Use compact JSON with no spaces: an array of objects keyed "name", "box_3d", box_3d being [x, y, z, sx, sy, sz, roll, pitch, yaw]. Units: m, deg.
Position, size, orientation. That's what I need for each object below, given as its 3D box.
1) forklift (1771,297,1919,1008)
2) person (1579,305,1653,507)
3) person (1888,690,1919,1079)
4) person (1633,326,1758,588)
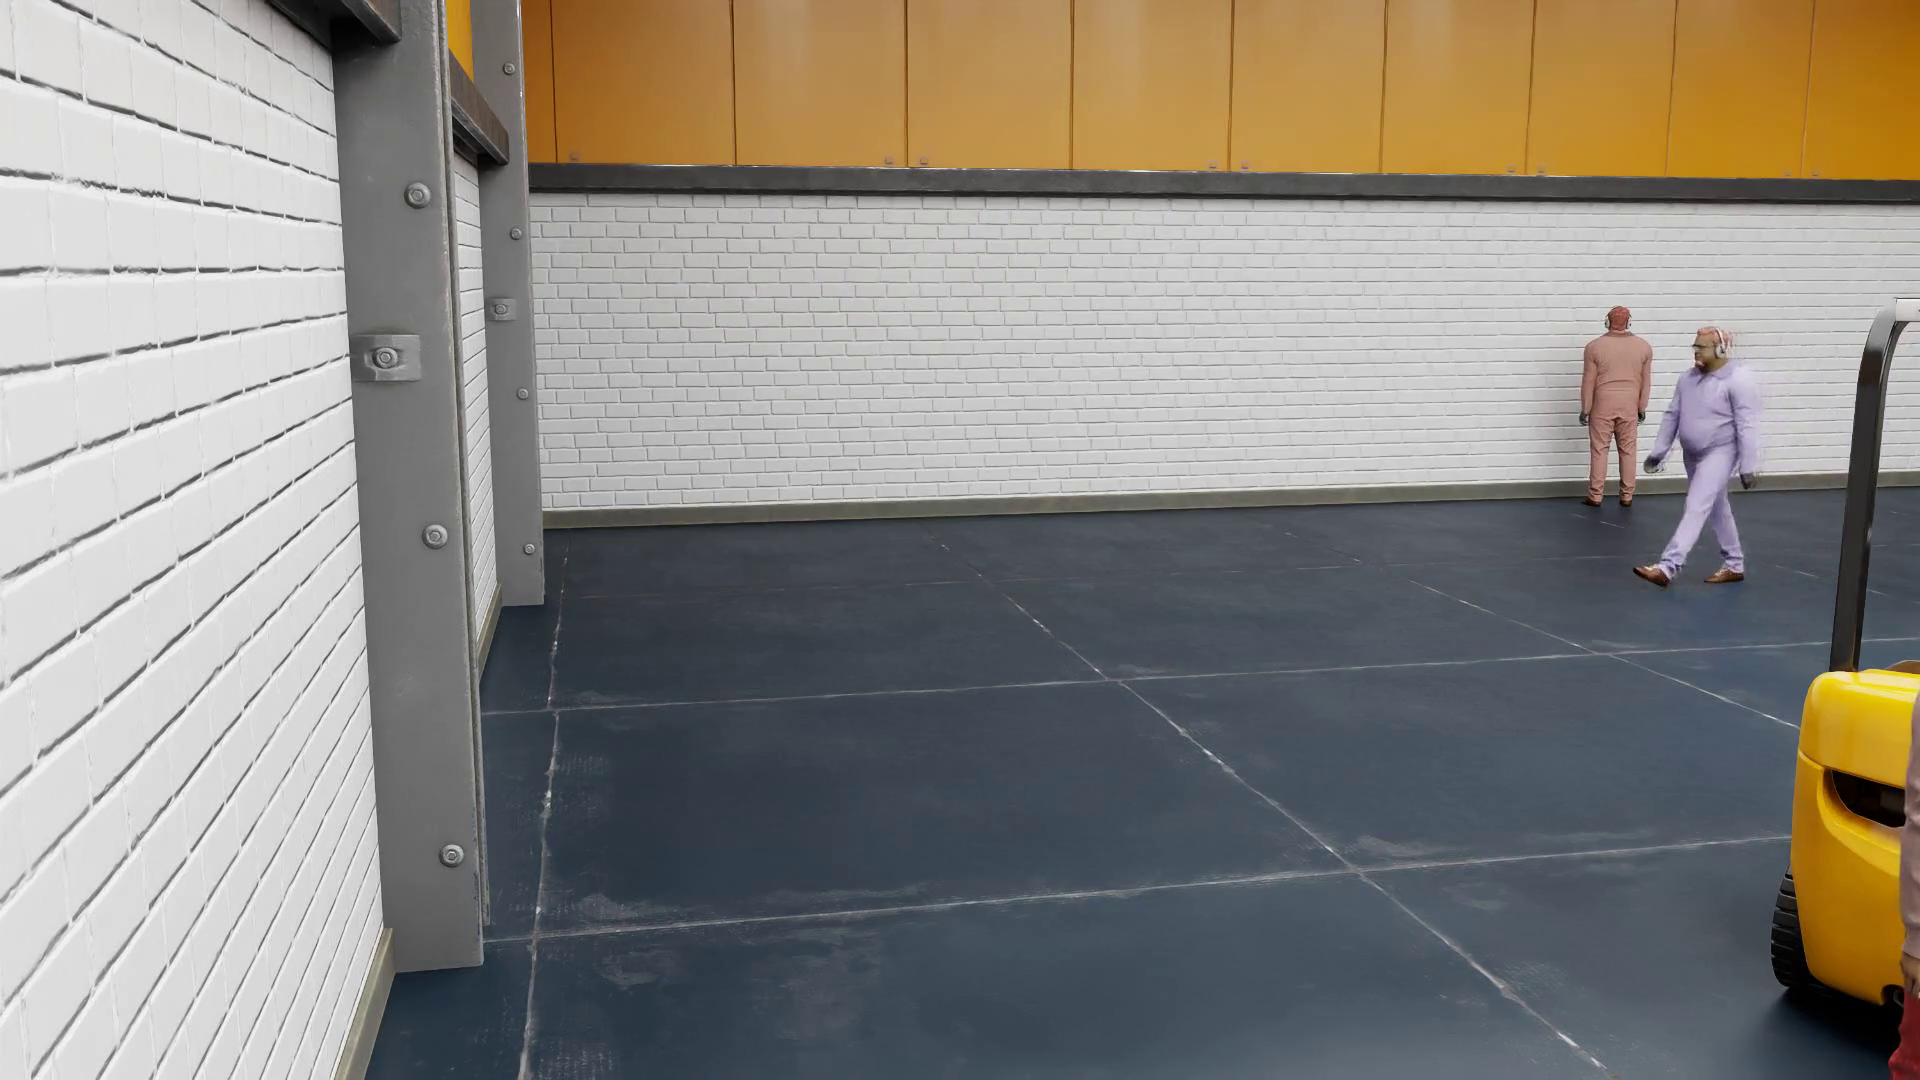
[{"name":"forklift","box_3d":[3.542,0.334,5.177,2.313,2.155,1.214,-9,13,-43]},{"name":"person","box_3d":[6.187,-1.259,15.757,0.641,1.909,0.409,1,9,3]},{"name":"person","box_3d":[2.226,0.817,3.534,0.533,1.766,0.326,-3,10,-18]},{"name":"person","box_3d":[5.216,-0.572,11.750,1.041,1.849,0.642,-2,10,-12]}]
